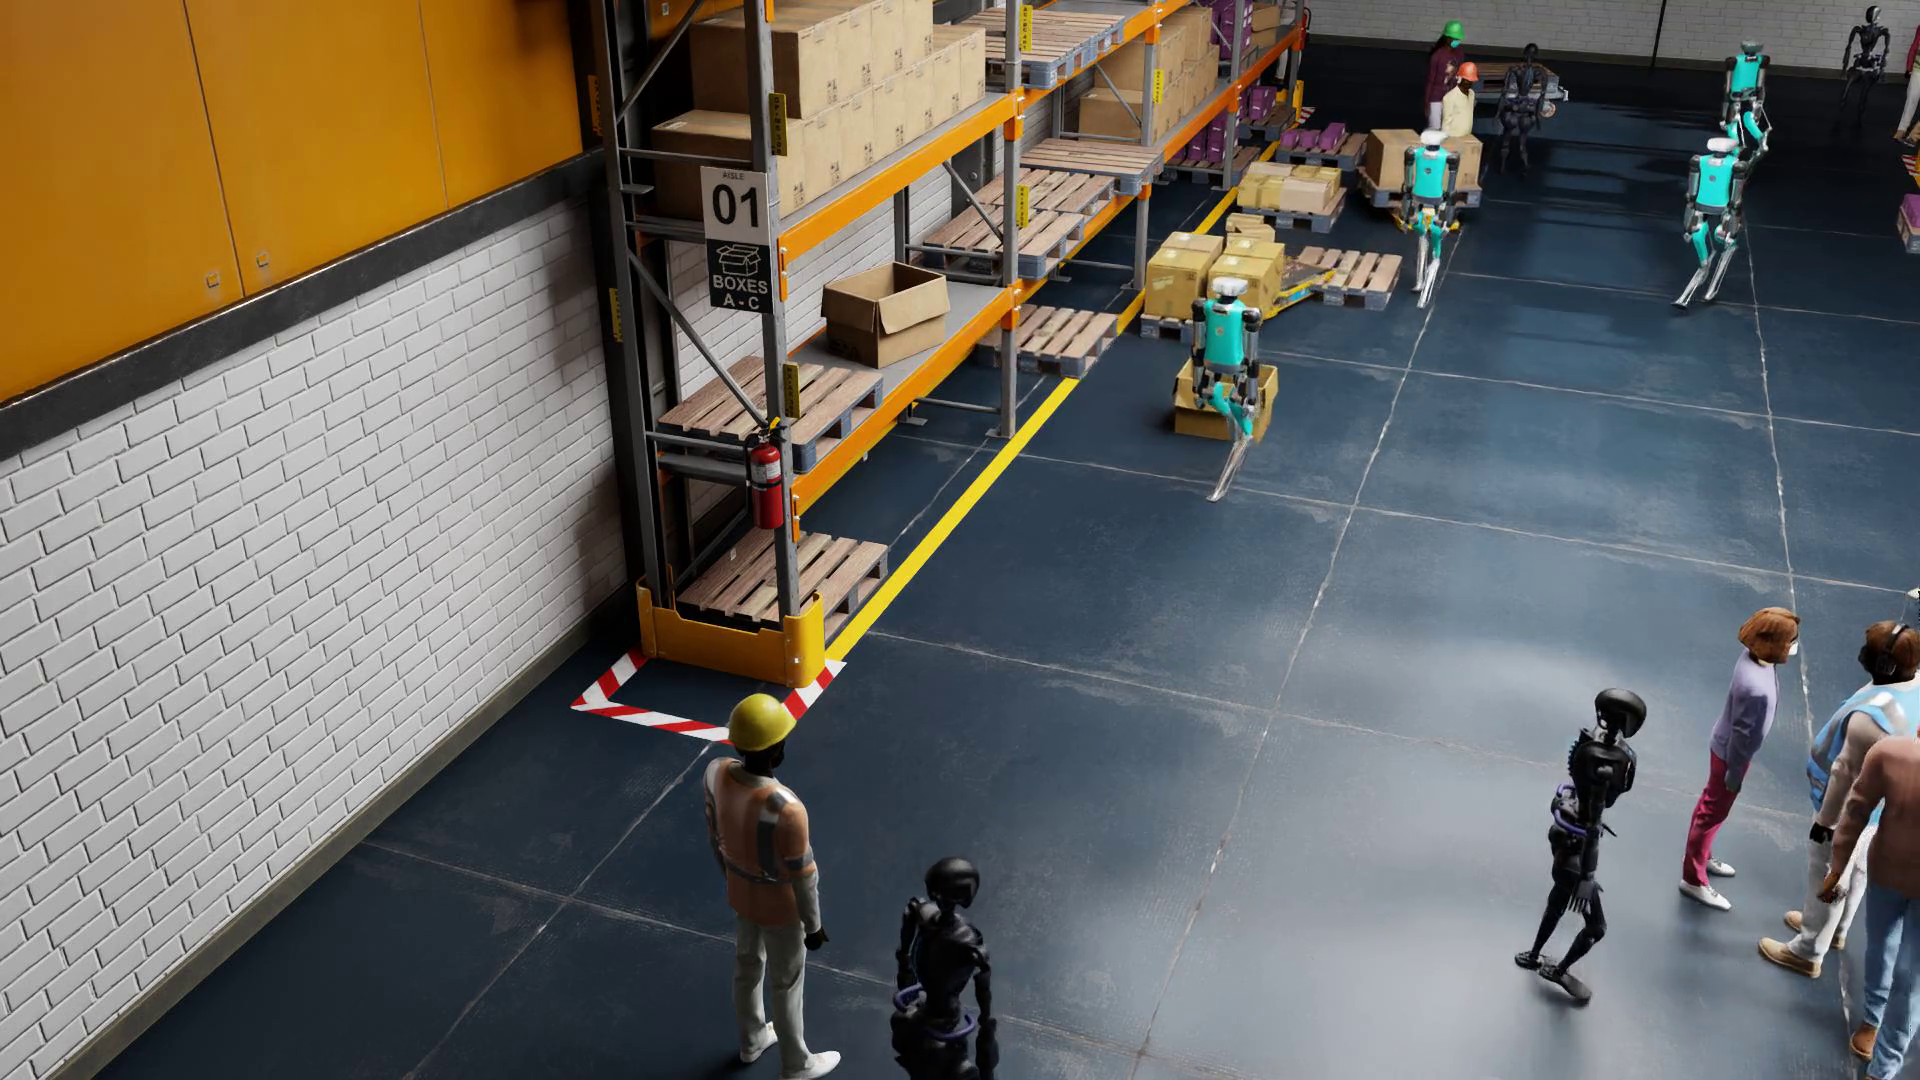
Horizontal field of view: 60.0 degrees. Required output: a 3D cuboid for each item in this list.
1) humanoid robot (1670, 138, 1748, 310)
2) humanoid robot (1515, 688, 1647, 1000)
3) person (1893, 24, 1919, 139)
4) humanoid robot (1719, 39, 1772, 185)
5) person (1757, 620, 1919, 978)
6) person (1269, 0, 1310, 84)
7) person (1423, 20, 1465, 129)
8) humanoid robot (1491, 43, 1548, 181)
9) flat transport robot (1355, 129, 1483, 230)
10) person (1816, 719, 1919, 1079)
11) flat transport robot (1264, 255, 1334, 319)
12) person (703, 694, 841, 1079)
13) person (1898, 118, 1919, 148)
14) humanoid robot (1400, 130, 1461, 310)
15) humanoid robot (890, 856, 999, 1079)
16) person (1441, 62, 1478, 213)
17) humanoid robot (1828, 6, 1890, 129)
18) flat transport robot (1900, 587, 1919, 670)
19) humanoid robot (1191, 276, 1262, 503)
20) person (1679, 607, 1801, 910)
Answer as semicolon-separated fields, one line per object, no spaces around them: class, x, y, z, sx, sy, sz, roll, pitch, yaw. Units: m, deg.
humanoid robot;7.296;-3.048;16.062;0.557;1.735;1.025;24;36;38
humanoid robot;2.841;1.356;7.589;0.353;1.645;0.594;10;29;18
person;12.945;-6.260;22.174;0.632;1.846;0.429;17;32;30
humanoid robot;9.456;-5.095;20.009;0.550;1.728;0.976;-3;27;-6
person;4.146;1.196;7.728;0.628;1.838;0.430;-22;35;-36
person;5.023;-7.942;25.337;0.629;1.939;0.373;-12;29;-21
person;5.913;-5.392;20.396;0.516;1.931;0.448;-10;29;-19
humanoid robot;6.873;-5.241;20.410;0.614;1.634;0.633;-1;27;-2
flat transport robot;5.275;-3.889;19.294;0.659;0.231;1.431;0;27;0
person;3.979;1.491;7.016;0.644;1.956;0.821;25;36;39
flat transport robot;3.168;-2.541;16.679;0.659;0.231;1.431;21;34;35
person;-0.806;1.492;7.045;0.585;1.930;0.355;21;34;35
person;12.852;-5.956;21.728;0.877;1.700;0.566;-7;28;-14
humanoid robot;4.634;-3.193;16.364;0.532;1.773;0.859;14;31;25
humanoid robot;-0.096;1.956;6.430;0.421;1.646;0.609;-20;34;-34
person;5.678;-4.575;19.006;0.335;1.747;0.572;24;36;38
humanoid robot;12.342;-6.429;22.710;0.583;1.642;0.609;-23;35;-37
flat transport robot;6.708;0.722;10.349;1.431;0.231;0.659;-15;31;-27
humanoid robot;2.108;-1.195;12.500;0.541;1.791;0.920;17;32;29
person;3.854;1.046;8.228;0.284;1.633;0.500;14;31;26
